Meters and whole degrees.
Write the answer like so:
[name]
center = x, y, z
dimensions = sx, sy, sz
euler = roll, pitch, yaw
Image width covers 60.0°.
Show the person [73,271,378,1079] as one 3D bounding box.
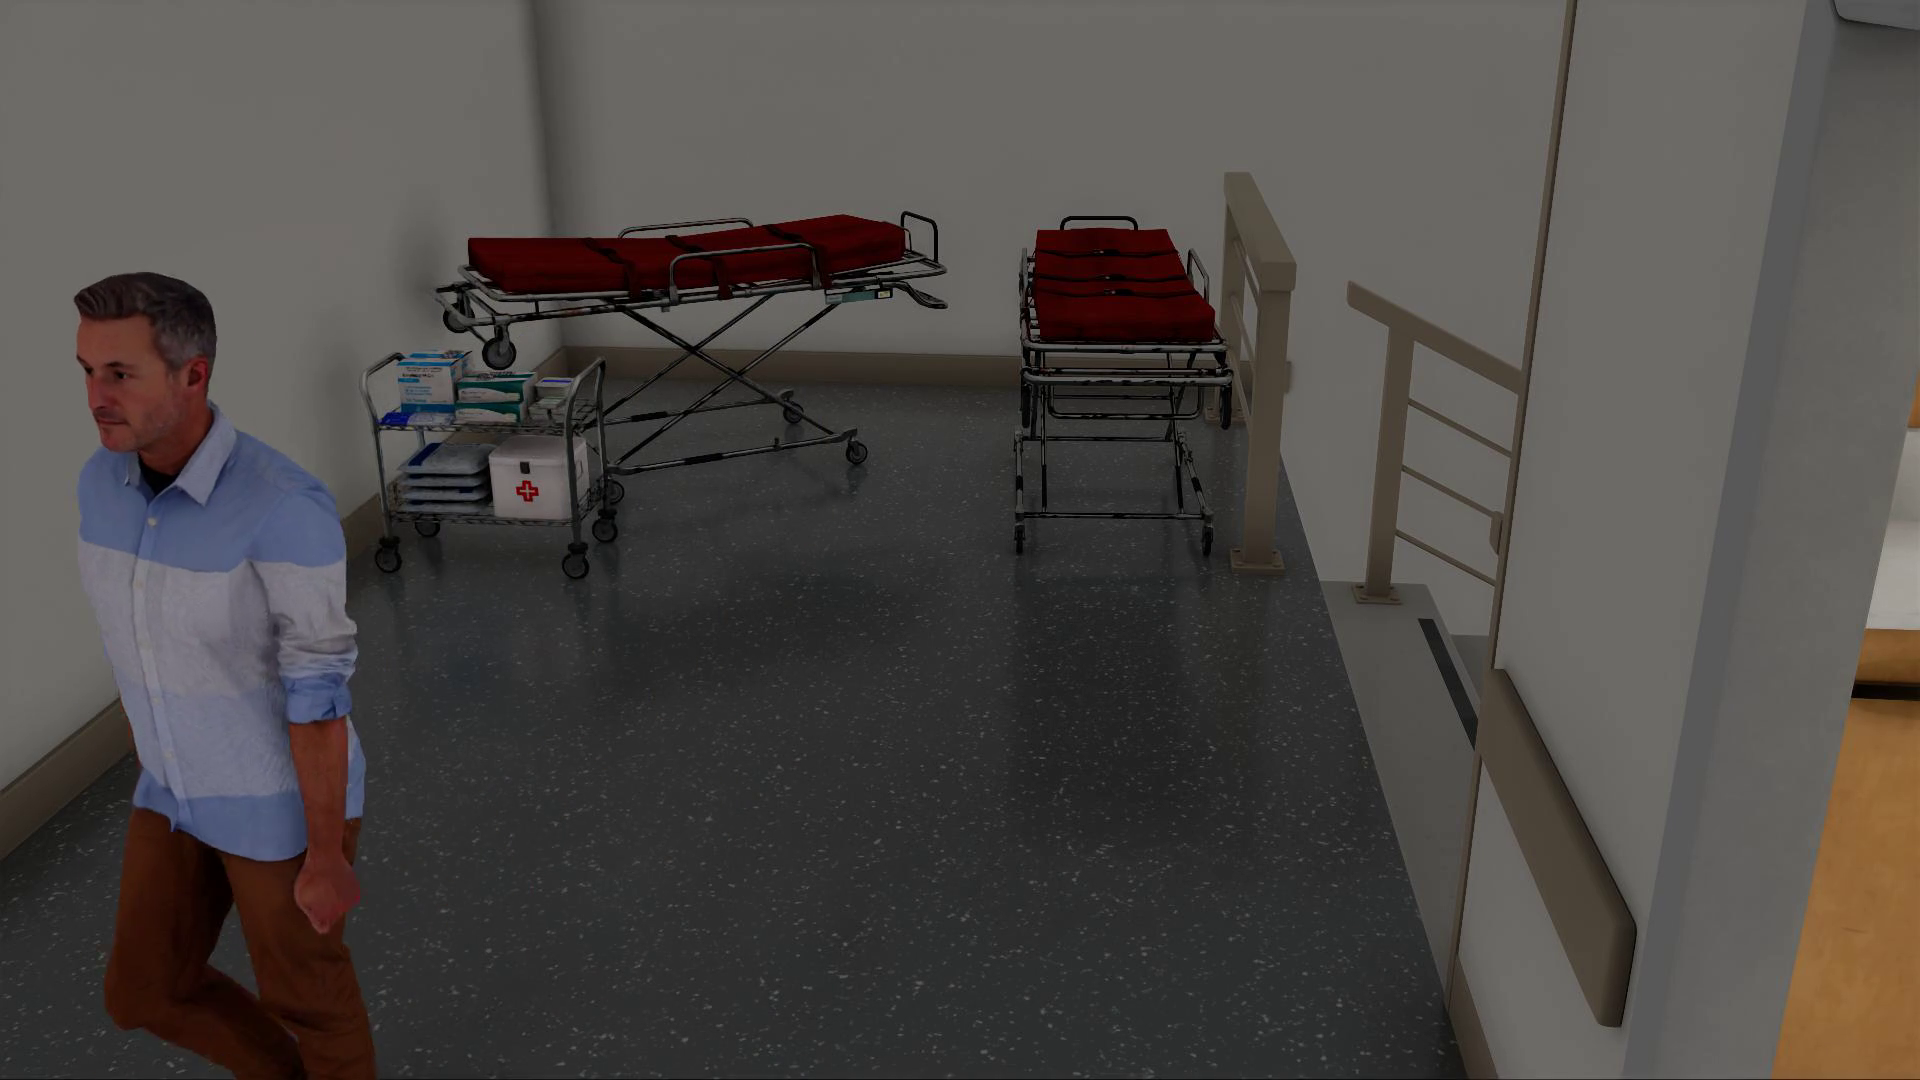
[person]
center = -1.218, 0.403, 2.966
dimensions = 0.772, 1.812, 0.737
euler = 8, 22, 20
